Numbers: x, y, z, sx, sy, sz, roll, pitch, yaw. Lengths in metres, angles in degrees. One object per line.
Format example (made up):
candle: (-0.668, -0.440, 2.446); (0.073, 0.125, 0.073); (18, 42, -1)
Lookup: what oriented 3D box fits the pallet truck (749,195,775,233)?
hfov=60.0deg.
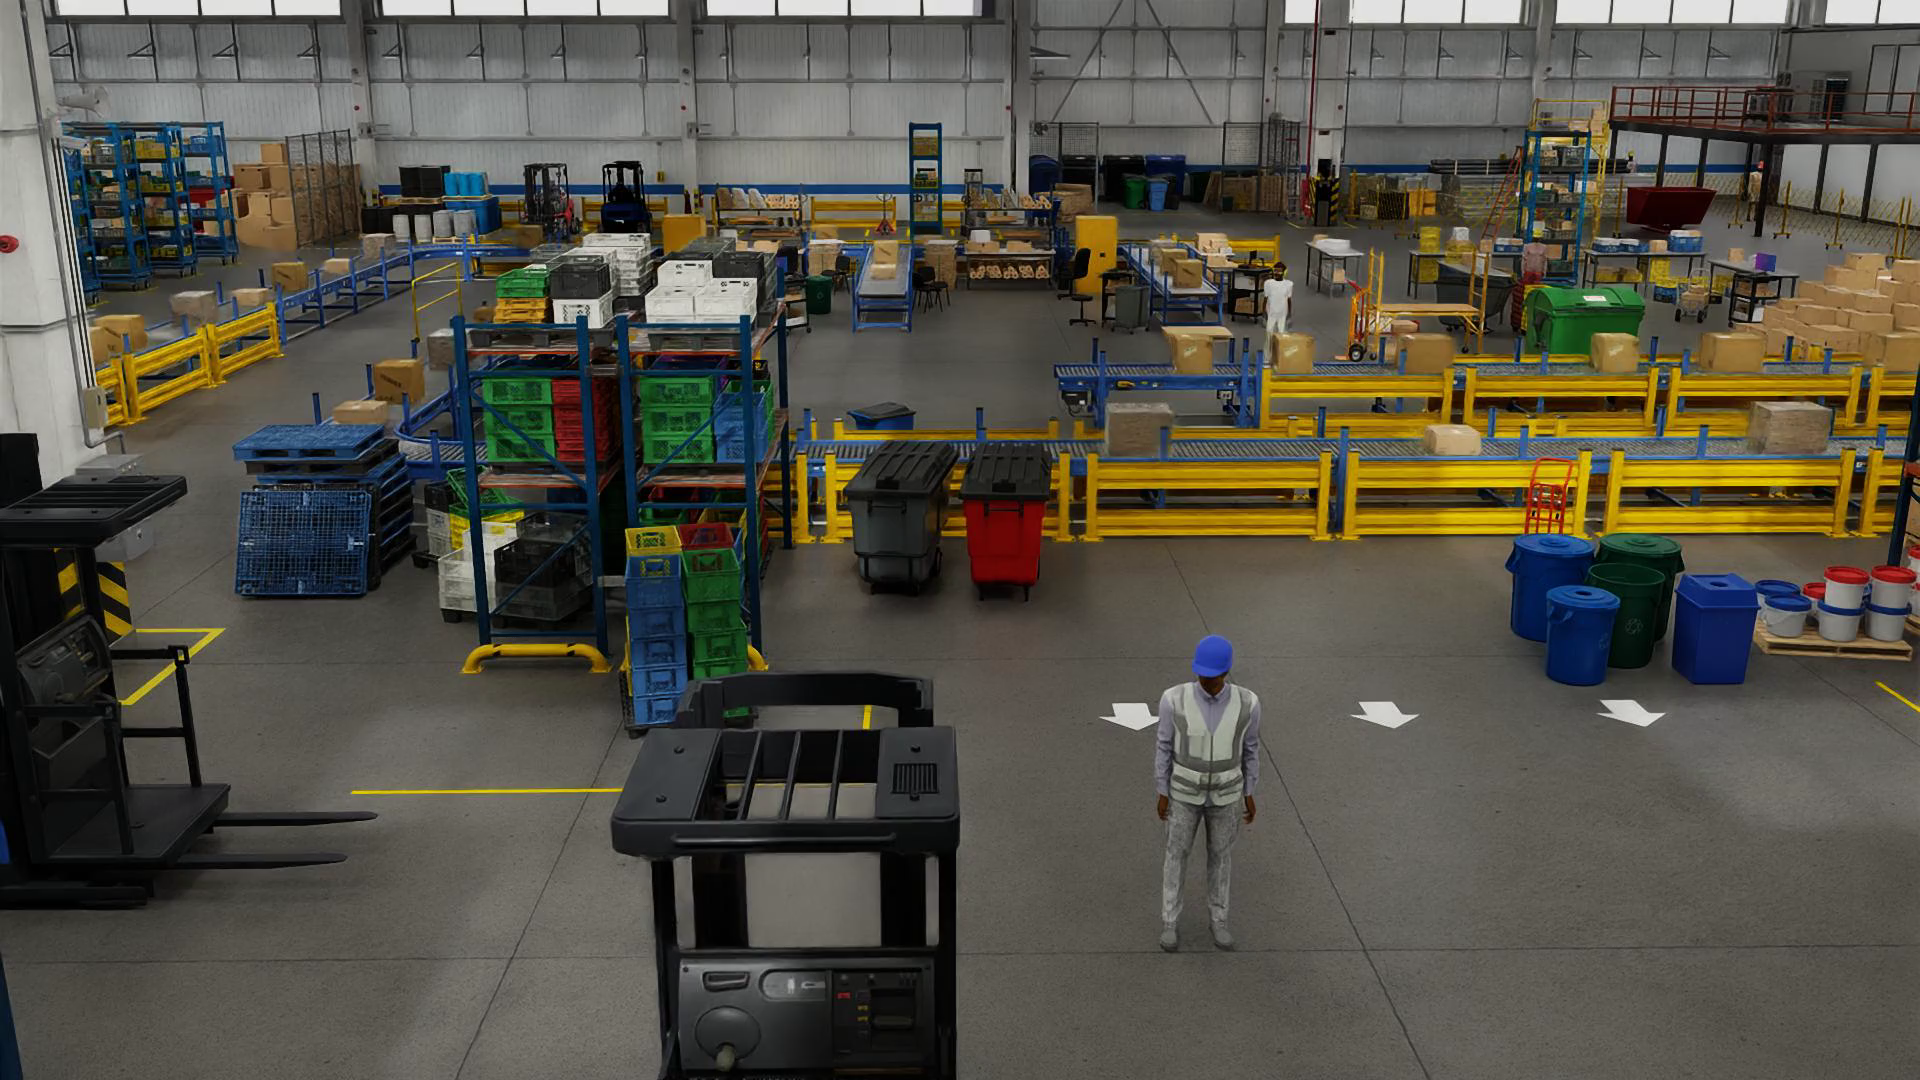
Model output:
pallet truck: (-6.051, -9.967, 50.660); (0.680, 1.201, 1.601); (0, 16, -1)

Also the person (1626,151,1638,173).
person: (24.464, -13.255, 60.846); (0.587, 1.928, 0.381); (0, 16, 1)

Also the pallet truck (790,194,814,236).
pallet truck: (-4.814, -9.883, 50.259); (0.704, 1.261, 1.522); (-1, 16, -3)

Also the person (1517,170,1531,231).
person: (17.377, -10.407, 51.027); (0.574, 1.883, 0.360); (0, 16, 1)

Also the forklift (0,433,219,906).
forklift: (-5.952, 0.780, 10.366); (1.873, 2.768, 1.129); (0, 16, -1)

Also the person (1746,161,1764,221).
person: (26.042, -11.375, 54.303); (0.544, 1.933, 0.376); (0, 16, 1)

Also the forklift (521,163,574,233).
forklift: (-12.233, -10.122, 49.298); (1.157, 1.987, 2.680); (0, 16, -1)

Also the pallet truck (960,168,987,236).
pallet truck: (0.383, -10.230, 50.206); (0.823, 1.965, 1.885); (-1, 16, -3)

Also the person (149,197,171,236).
person: (-22.363, -9.184, 46.599); (0.579, 1.978, 0.622); (6, 17, 21)

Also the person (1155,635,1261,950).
person: (1.432, 1.460, 9.672); (0.604, 1.942, 0.402); (0, 16, 1)

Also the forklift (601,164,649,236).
forklift: (-9.948, -10.127, 49.296); (1.157, 1.987, 2.680); (-1, 16, -3)

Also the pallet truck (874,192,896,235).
pallet truck: (-2.277, -9.986, 50.594); (0.653, 1.274, 1.630); (0, 16, -1)

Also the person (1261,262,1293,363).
person: (5.309, -3.724, 27.834); (0.521, 1.864, 0.334); (0, 16, 1)

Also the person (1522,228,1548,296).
person: (11.860, -5.551, 34.364); (0.524, 1.764, 0.329); (0, 16, 1)

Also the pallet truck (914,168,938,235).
pallet truck: (-0.989, -10.316, 50.507); (0.823, 1.965, 1.885); (1, 16, 3)

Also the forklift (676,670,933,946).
forklift: (-0.561, 1.888, 6.512); (1.129, 2.768, 1.873); (0, 16, -1)
